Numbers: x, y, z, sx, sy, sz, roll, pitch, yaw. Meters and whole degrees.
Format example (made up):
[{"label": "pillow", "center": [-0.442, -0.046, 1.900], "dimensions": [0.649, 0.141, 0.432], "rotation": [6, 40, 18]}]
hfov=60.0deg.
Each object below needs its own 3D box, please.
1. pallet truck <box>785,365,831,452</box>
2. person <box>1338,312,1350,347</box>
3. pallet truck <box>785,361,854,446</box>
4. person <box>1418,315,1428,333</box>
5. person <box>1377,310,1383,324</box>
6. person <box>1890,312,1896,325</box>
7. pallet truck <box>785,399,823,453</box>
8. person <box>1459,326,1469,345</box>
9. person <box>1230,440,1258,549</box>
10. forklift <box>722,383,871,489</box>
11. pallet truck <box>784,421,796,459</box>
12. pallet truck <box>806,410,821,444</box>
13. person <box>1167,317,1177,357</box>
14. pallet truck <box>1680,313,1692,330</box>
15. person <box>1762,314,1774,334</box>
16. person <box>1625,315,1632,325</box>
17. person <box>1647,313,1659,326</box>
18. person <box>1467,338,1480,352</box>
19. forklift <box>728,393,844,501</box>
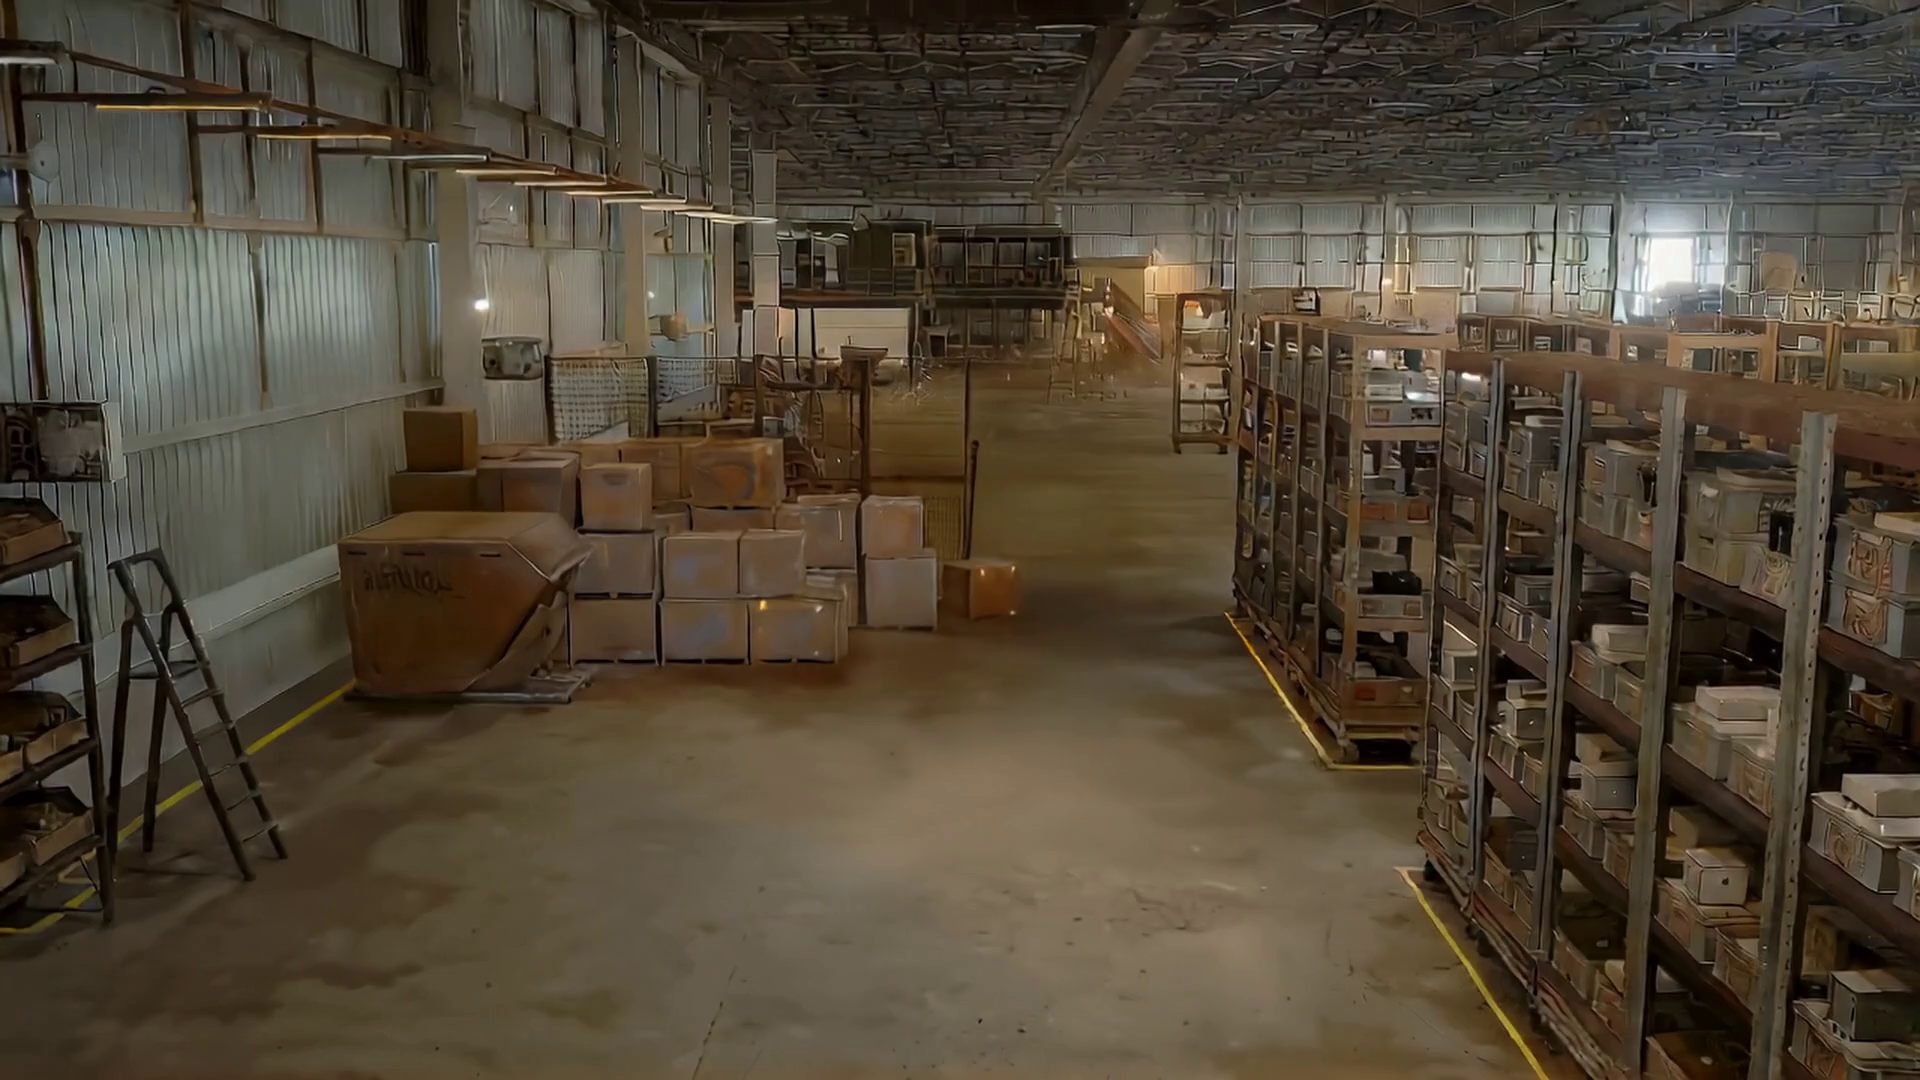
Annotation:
[{"label": "pallet truck", "center": [-3.774, -2.976, 37.635], "dimensions": [1.885, 1.965, 0.823], "rotation": [1, 9, 5]}, {"label": "person", "center": [20.599, -11.227, 88.886], "dimensions": [0.565, 1.895, 0.984], "rotation": [-6, 11, -34]}, {"label": "pallet truck", "center": [-3.410, -3.193, 38.978], "dimensions": [1.885, 1.965, 0.823], "rotation": [0, 9, -1]}, {"label": "person", "center": [22.630, -10.003, 81.190], "dimensions": [0.639, 1.926, 0.464], "rotation": [-5, 11, -30]}, {"label": "person", "center": [24.077, -12.298, 95.530], "dimensions": [0.411, 1.867, 0.612], "rotation": [5, 11, 30]}, {"label": "person", "center": [54.582, -12.489, 97.243], "dimensions": [0.540, 1.695, 0.318], "rotation": [-5, 11, -30]}, {"label": "pallet truck", "center": [-3.814, -2.432, 36.419], "dimensions": [1.630, 1.274, 0.653], "rotation": [0, 9, 1]}, {"label": "person", "center": [24.697, -10.070, 81.742], "dimensions": [0.600, 1.890, 0.872], "rotation": [9, 13, 43]}, {"label": "person", "center": [4.312, -0.732, 24.529], "dimensions": [0.557, 1.753, 0.538], "rotation": [2, 9, 12]}, {"label": "forklift", "center": [-2.893, -1.687, 28.729], "dimensions": [2.680, 1.987, 1.157], "rotation": [0, 9, -1]}, {"label": "pallet truck", "center": [-4.013, -1.793, 32.705], "dimensions": [1.601, 1.201, 0.680], "rotation": [0, 9, 1]}, {"label": "pallet truck", "center": [-3.559, -2.018, 33.905], "dimensions": [1.522, 1.261, 0.704], "rotation": [0, 9, -1]}, {"label": "person", "center": [10.075, -9.587, 78.666], "dimensions": [0.568, 1.914, 0.415], "rotation": [-5, 11, -30]}, {"label": "pallet truck", "center": [36.315, -10.531, 84.244], "dimensions": [0.823, 1.965, 1.885], "rotation": [-6, 11, -33]}, {"label": "person", "center": [38.481, -9.713, 79.064], "dimensions": [0.536, 2.000, 0.683], "rotation": [-7, 12, -37]}, {"label": "person", "center": [33.304, -10.254, 82.882], "dimensions": [0.339, 1.882, 0.584], "rotation": [-1, 9, -4]}, {"label": "person", "center": [36.629, -11.081, 88.025], "dimensions": [1.008, 1.870, 0.615], "rotation": [-7, 12, -38]}, {"label": "person", "center": [17.518, -6.000, 56.820], "dimensions": [0.505, 1.824, 0.602], "rotation": [-3, 10, -18]}, {"label": "forklift", "center": [-2.979, -1.316, 26.476], "dimensions": [2.680, 1.987, 1.157], "rotation": [0, 9, 1]}]
